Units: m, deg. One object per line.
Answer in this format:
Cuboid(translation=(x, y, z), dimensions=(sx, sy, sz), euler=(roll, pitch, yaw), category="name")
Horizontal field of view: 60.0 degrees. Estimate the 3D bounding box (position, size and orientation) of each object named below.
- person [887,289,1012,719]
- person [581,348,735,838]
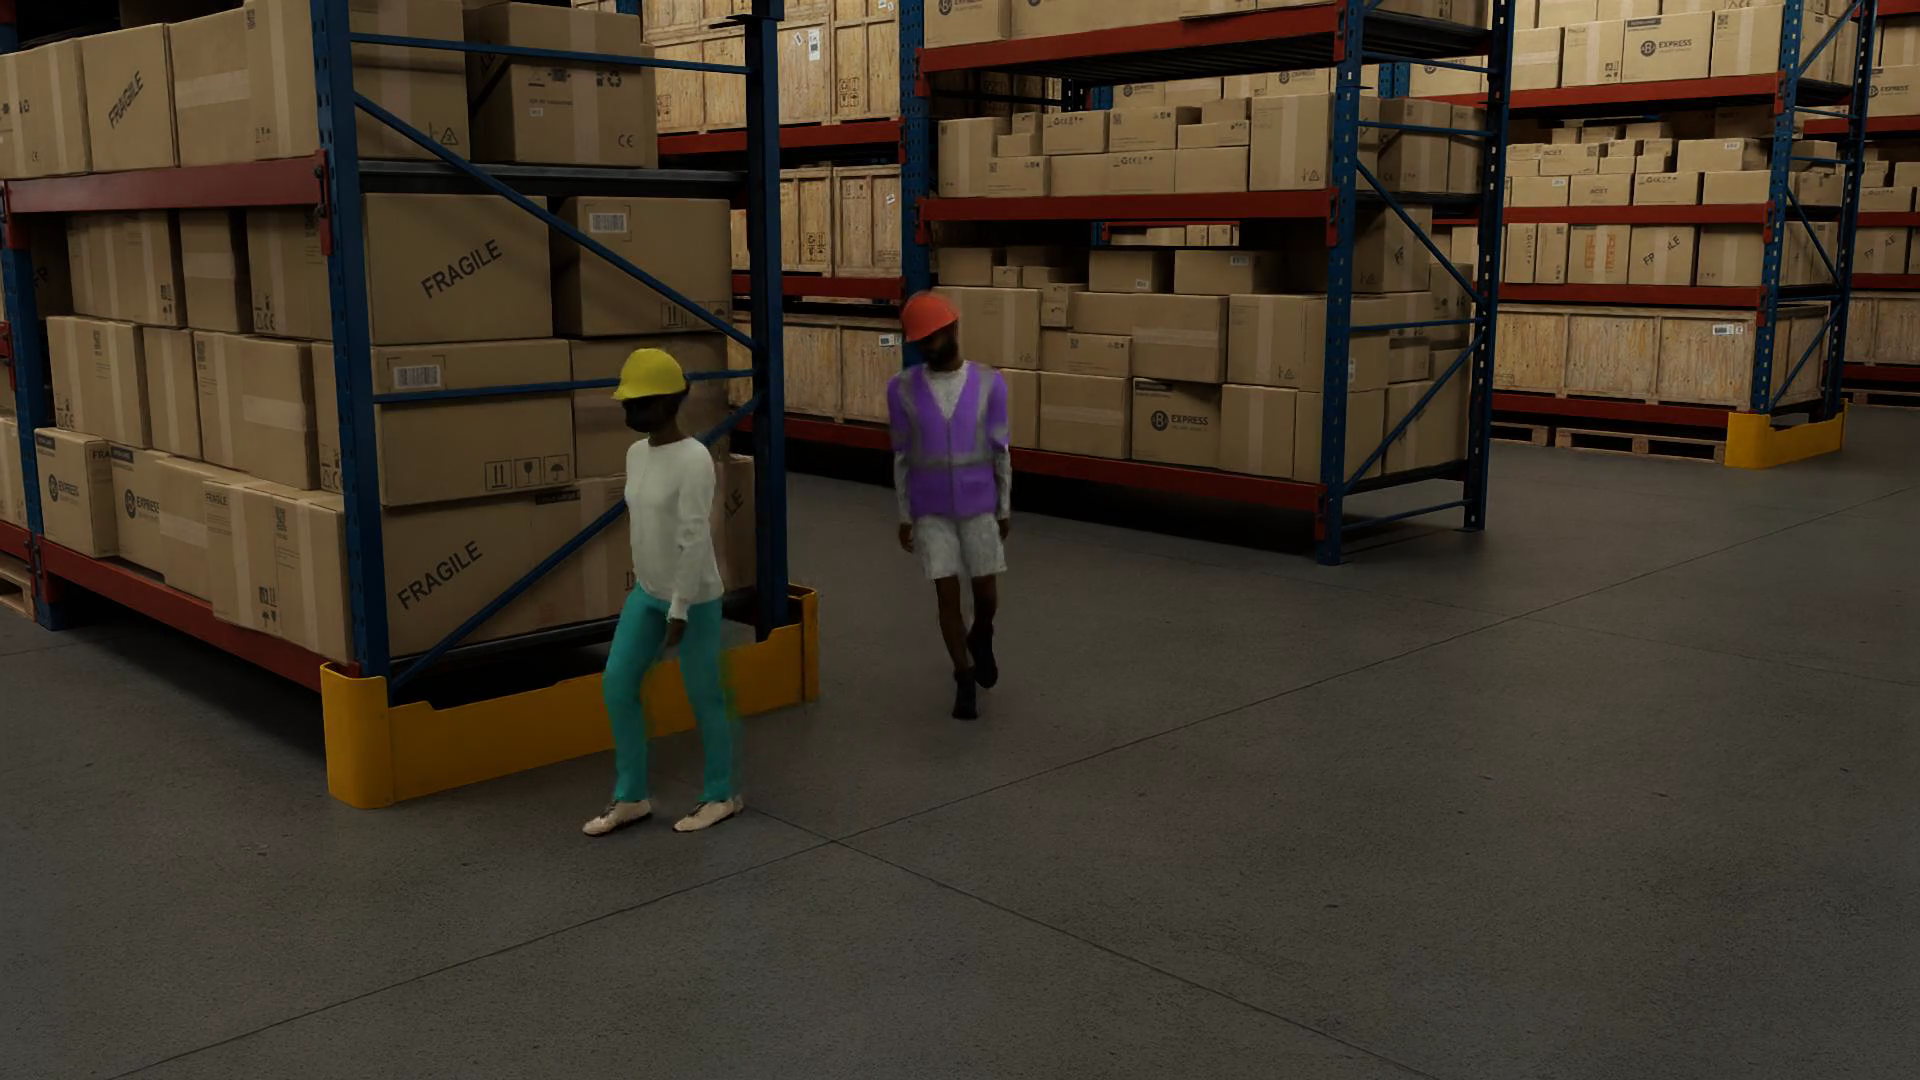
Cuboid(translation=(-0.047, -0.168, 7.436), dimensions=(0.544, 1.903, 0.537), euler=(0, 10, 0), category="person")
Cuboid(translation=(-1.071, 0.213, 5.814), dimensions=(0.528, 1.743, 0.670), euler=(10, 14, 43), category="person")
